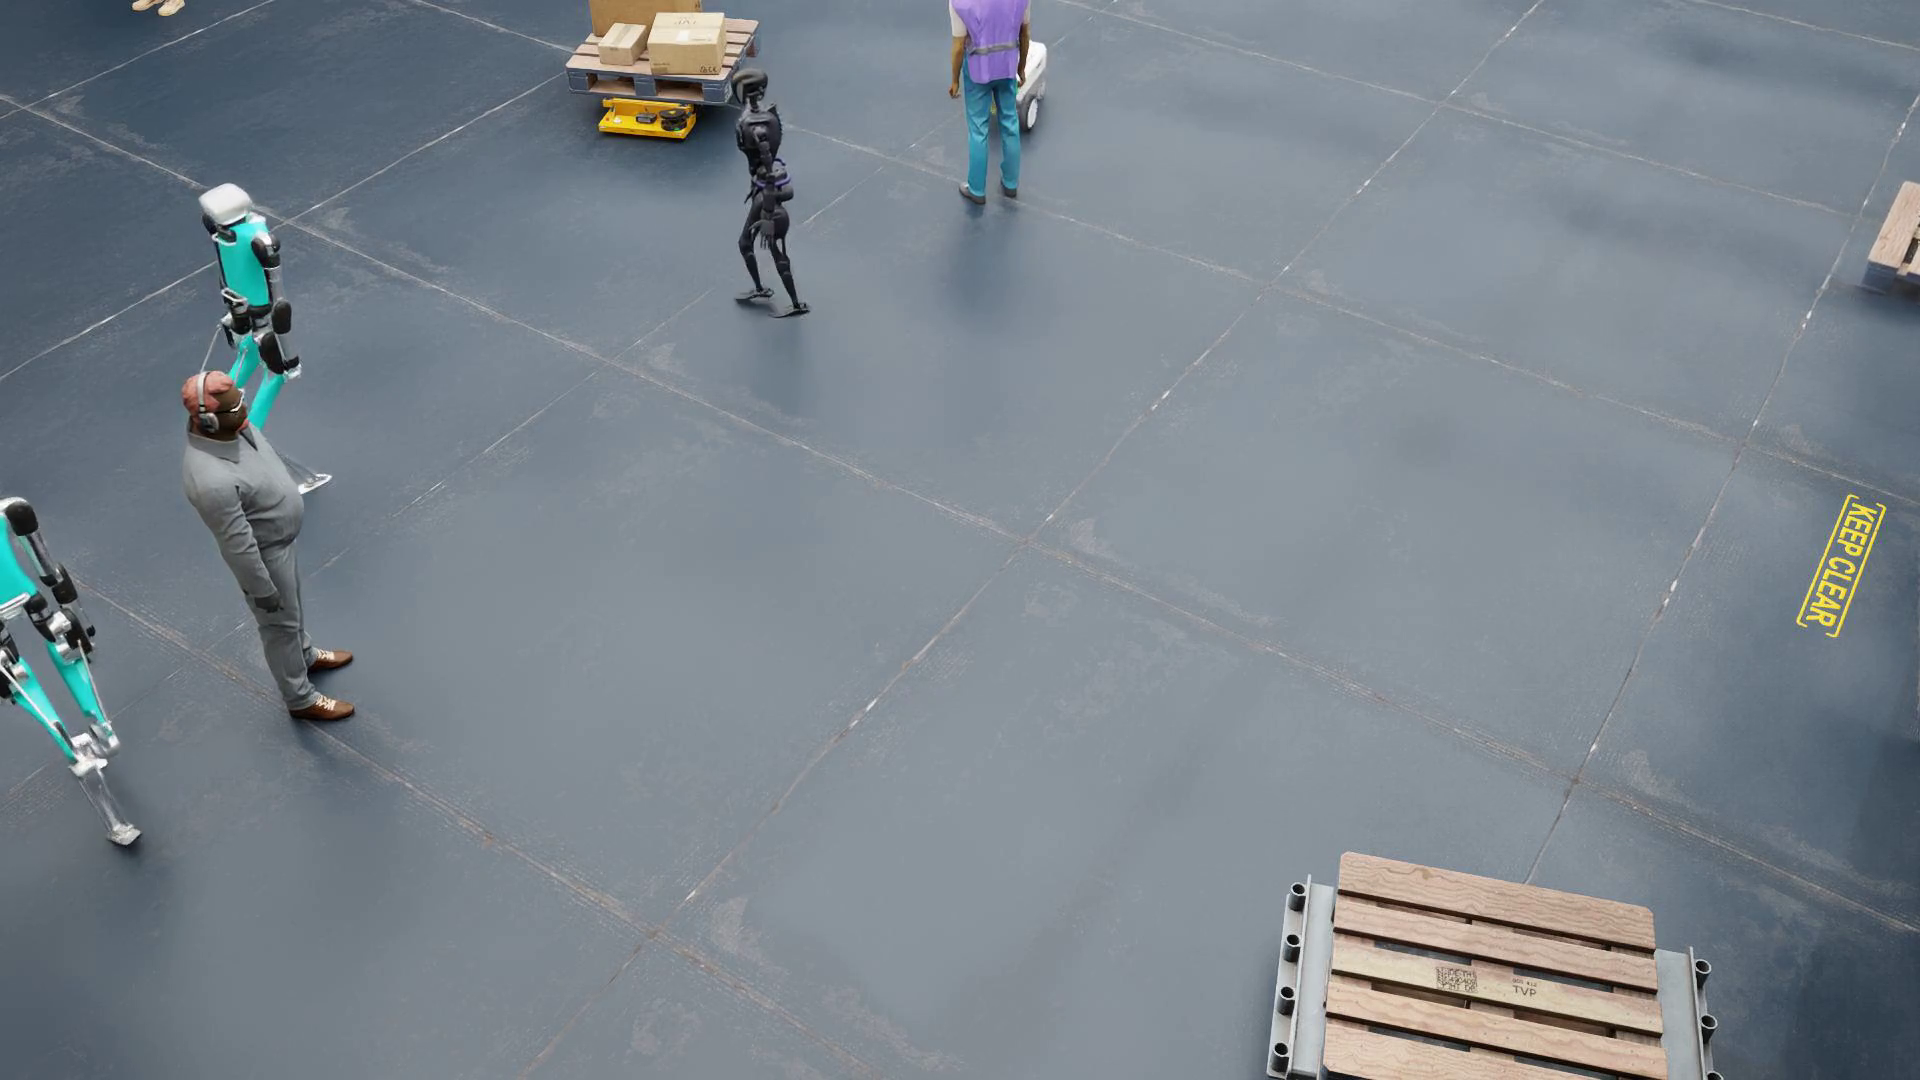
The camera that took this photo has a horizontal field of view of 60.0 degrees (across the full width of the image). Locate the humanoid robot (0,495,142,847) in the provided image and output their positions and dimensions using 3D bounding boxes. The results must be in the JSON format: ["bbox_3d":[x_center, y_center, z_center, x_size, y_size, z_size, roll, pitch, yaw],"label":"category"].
[{"bbox_3d":[-3.825,0.589,7.037,0.980,1.758,0.530,32,51,31],"label":"humanoid robot"}]

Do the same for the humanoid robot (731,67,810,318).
[{"bbox_3d":[-1.186,-2.065,10.041,0.449,1.645,0.611,-10,43,-11],"label":"humanoid robot"}]

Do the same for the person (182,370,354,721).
[{"bbox_3d":[-3.131,0.025,7.524,0.411,1.905,0.654,-10,43,-11],"label":"person"}]

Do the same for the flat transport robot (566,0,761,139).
[{"bbox_3d":[-2.211,-3.491,12.686,0.659,0.231,1.431,7,42,8],"label":"flat transport robot"}]

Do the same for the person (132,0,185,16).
[{"bbox_3d":[-6.698,-5.113,13.392,0.469,1.748,0.321,16,44,18],"label":"person"}]

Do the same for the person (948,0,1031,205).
[{"bbox_3d":[0.198,-3.099,11.063,0.563,1.846,0.397,-14,44,-15],"label":"person"}]

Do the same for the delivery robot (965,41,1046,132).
[{"bbox_3d":[0.388,-3.438,12.404,0.499,0.583,0.767,14,44,15],"label":"delivery robot"}]

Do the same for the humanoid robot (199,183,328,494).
[{"bbox_3d":[-3.825,-0.925,8.736,0.531,1.799,0.798,27,48,27],"label":"humanoid robot"}]
